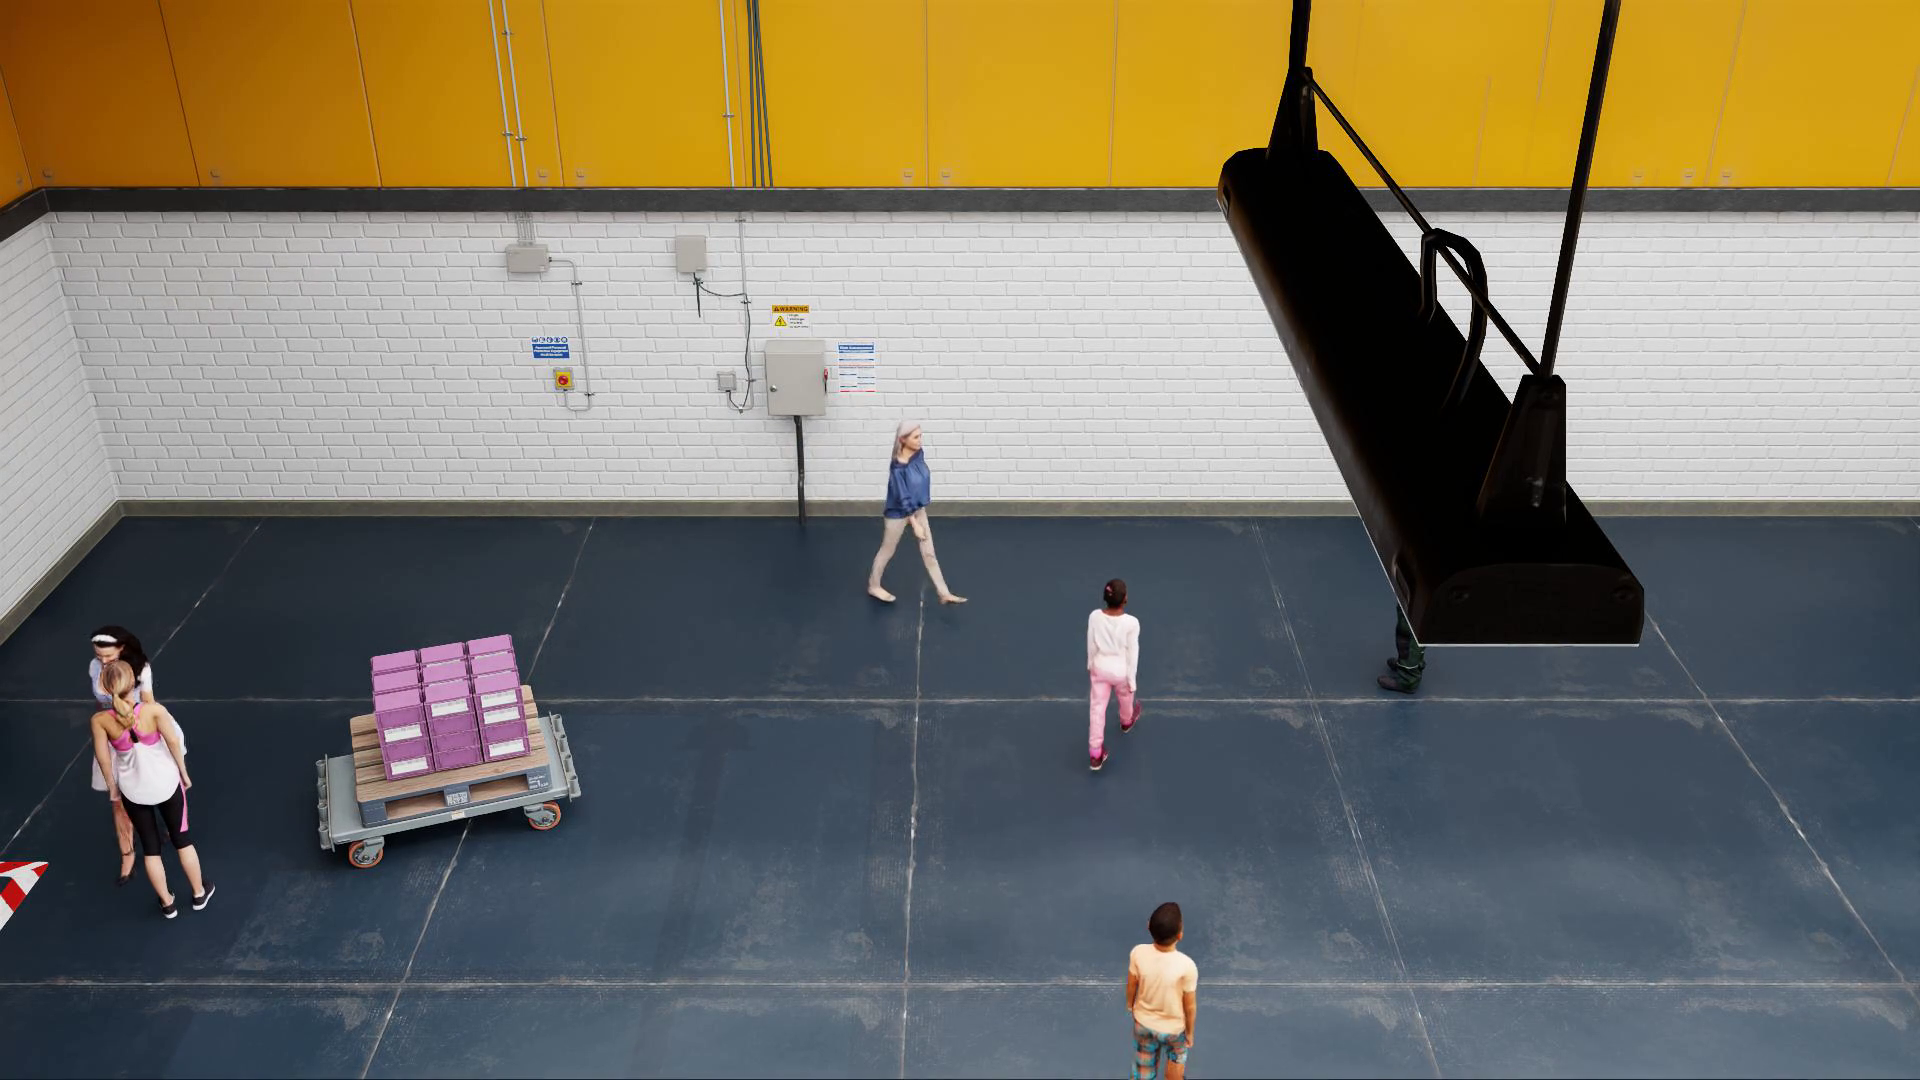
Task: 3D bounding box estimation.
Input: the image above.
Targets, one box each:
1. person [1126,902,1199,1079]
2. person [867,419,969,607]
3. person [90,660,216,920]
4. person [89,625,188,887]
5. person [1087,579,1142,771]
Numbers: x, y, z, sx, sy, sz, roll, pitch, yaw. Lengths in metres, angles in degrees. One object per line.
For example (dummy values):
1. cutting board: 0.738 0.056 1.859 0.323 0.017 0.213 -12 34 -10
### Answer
1. person: 1.012 2.531 8.587 0.679 1.448 0.790 10 30 17
2. person: -0.518 -0.197 13.377 1.043 1.649 1.130 16 33 27
3. person: -4.917 1.516 10.094 0.675 1.786 0.645 -11 30 -19
4. person: -5.184 1.245 10.606 0.704 1.772 1.000 6 29 10
5. person: 1.035 0.942 11.531 0.806 1.417 1.056 11 31 20
